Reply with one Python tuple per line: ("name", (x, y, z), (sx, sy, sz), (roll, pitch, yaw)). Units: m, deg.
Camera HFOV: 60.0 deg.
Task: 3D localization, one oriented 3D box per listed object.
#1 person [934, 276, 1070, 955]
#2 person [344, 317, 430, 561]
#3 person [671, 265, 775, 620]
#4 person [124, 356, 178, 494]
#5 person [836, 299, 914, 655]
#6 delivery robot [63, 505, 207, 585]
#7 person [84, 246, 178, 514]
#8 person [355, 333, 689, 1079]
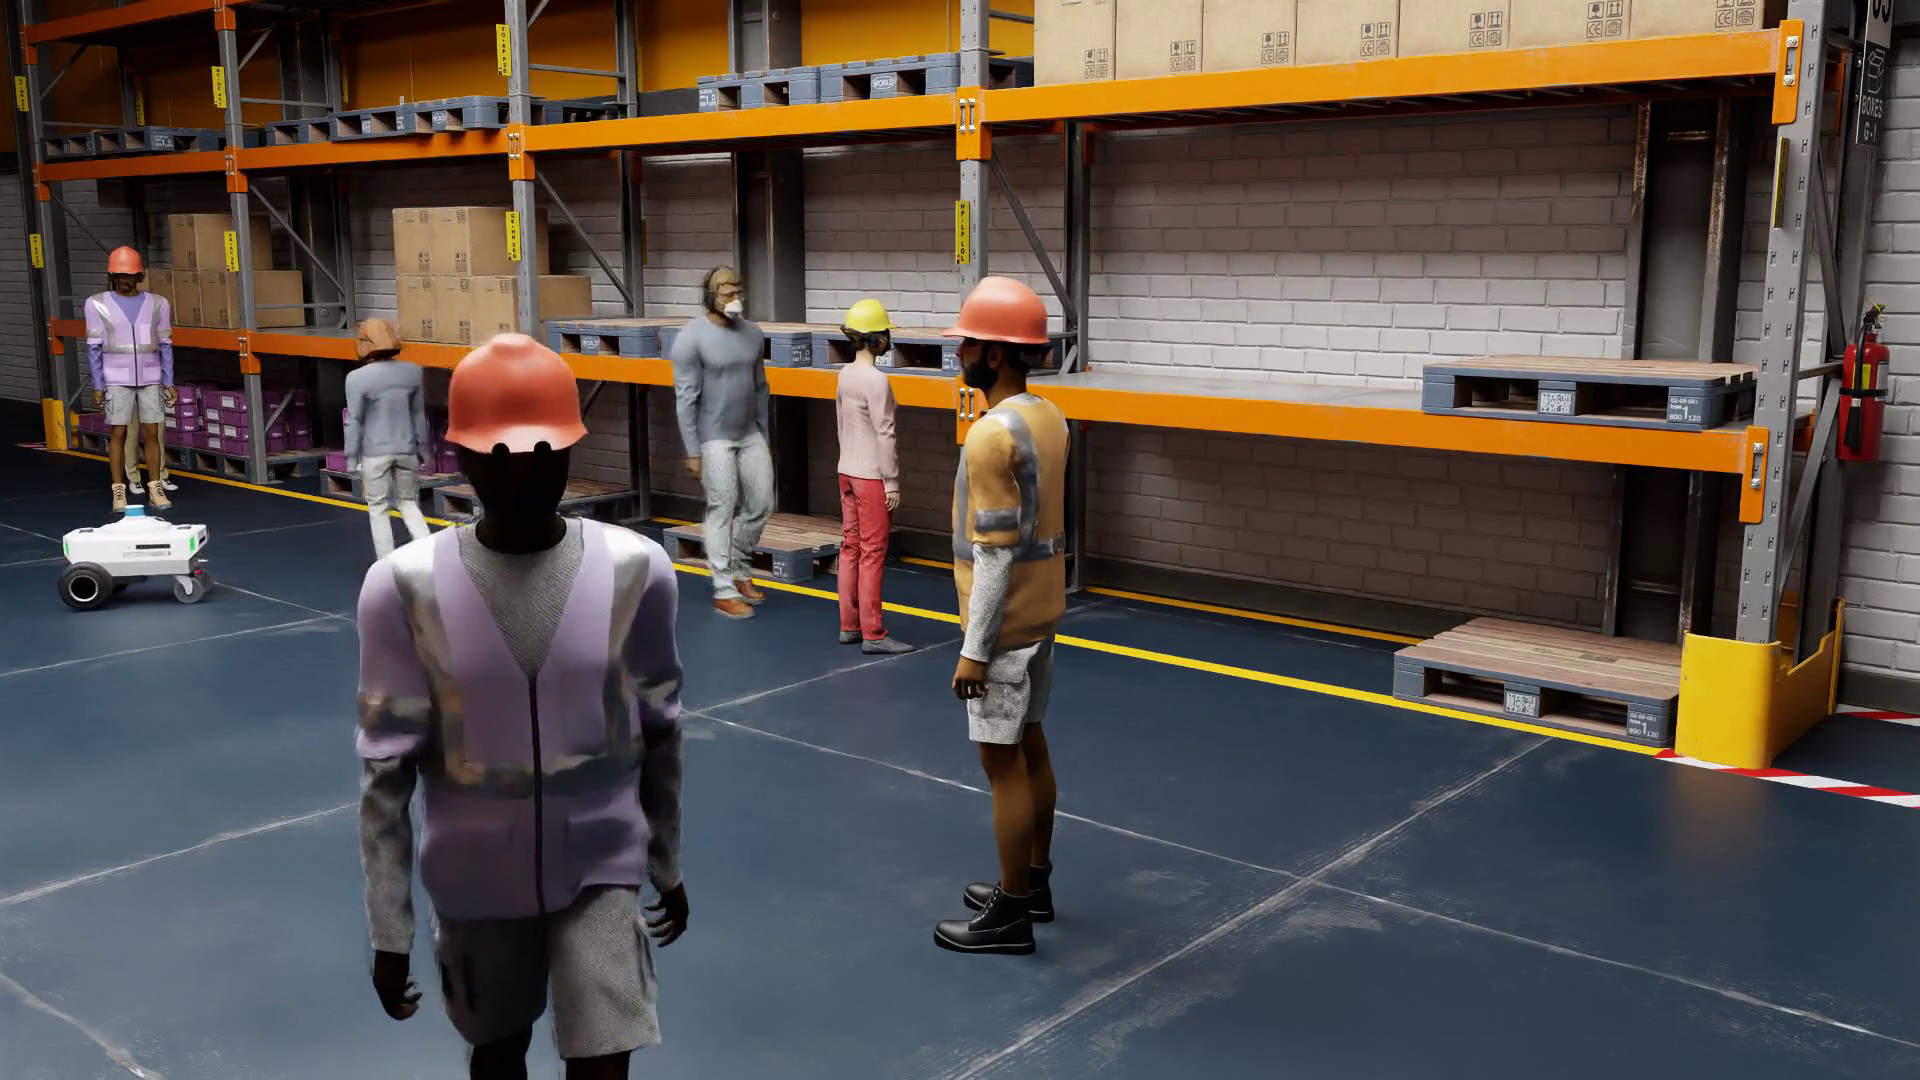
("person", (0.119, 0.224, 4.790), (0.354, 1.942, 0.545), (3, 11, 19))
("person", (-3.348, -0.498, 9.776), (0.464, 1.619, 0.524), (8, 13, 40))
("person", (-1.263, -0.535, 9.145), (0.460, 1.929, 0.673), (8, 13, 39))
("person", (-6.762, -1.197, 13.779), (0.269, 1.627, 0.502), (6, 12, 31))
("person", (-0.448, -0.312, 8.332), (0.304, 1.772, 0.525), (-5, 11, -28))
("delivery robot", (-4.697, 0.042, 9.500), (0.707, 0.478, 0.477), (-2, 10, -13))
("person", (-6.336, -1.224, 12.772), (0.609, 2.034, 0.404), (-7, 12, -36))
("person", (-0.769, 0.572, 2.982), (0.564, 1.889, 1.007), (-3, 10, -17))
